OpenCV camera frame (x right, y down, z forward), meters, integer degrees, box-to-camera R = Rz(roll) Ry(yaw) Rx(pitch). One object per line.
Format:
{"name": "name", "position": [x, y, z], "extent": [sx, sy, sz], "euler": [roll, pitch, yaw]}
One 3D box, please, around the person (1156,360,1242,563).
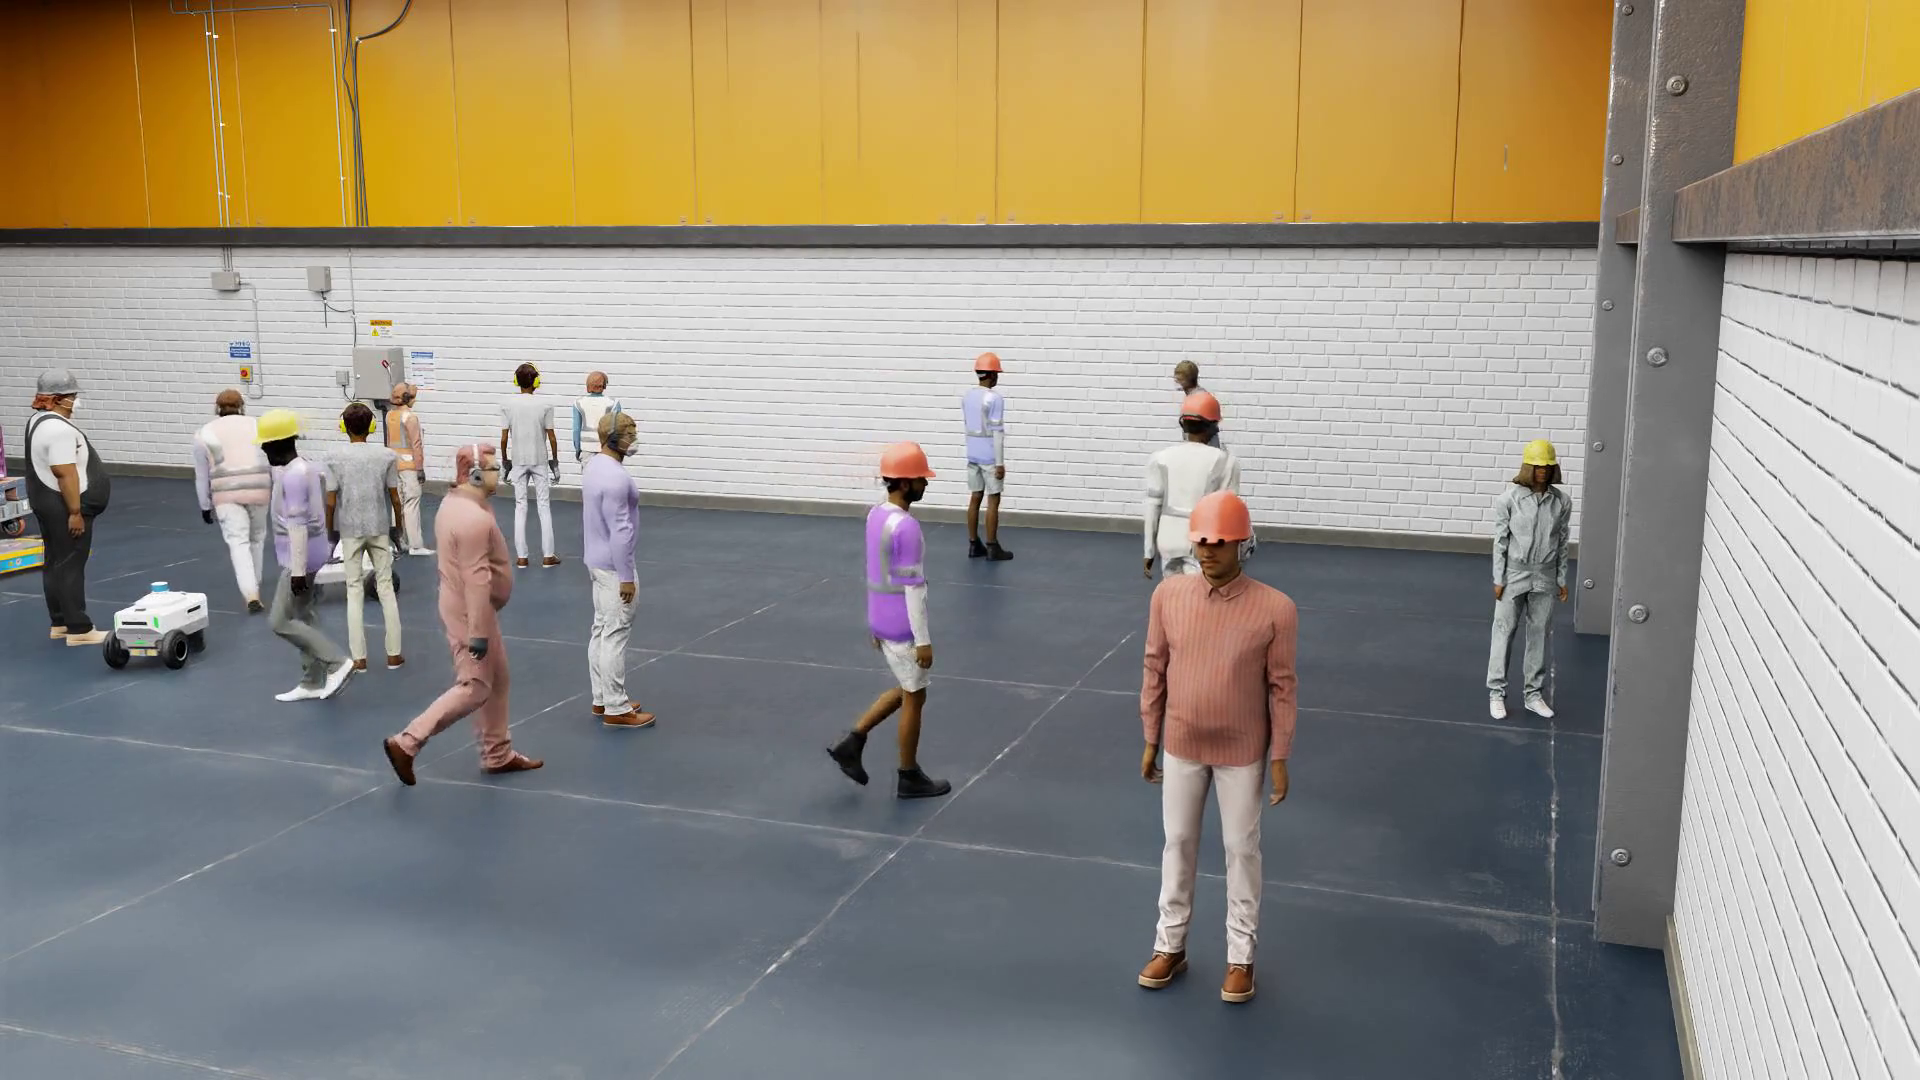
{"name": "person", "position": [2.147, -0.697, 15.158], "extent": [0.957, 1.883, 0.651], "euler": [1, 10, 6]}

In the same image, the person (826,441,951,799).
{"name": "person", "position": [-0.346, 0.438, 8.710], "extent": [0.544, 1.923, 0.548], "euler": [-3, 11, -17]}

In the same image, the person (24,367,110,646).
{"name": "person", "position": [-6.558, -0.257, 12.266], "extent": [0.536, 2.000, 0.682], "euler": [-9, 14, -42]}

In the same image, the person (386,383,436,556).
{"name": "person", "position": [-5.218, -0.664, 15.690], "extent": [0.514, 1.640, 0.310], "euler": [9, 13, 41]}

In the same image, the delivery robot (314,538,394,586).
{"name": "delivery robot", "position": [-5.076, 0.174, 13.756], "extent": [0.707, 0.478, 0.477], "euler": [-6, 12, -31]}

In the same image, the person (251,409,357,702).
{"name": "person", "position": [-4.190, 0.118, 10.528], "extent": [0.456, 1.904, 0.610], "euler": [-3, 11, -19]}

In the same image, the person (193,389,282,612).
{"name": "person", "position": [-5.775, -0.328, 13.422], "extent": [0.687, 1.783, 0.956], "euler": [-7, 12, -35]}

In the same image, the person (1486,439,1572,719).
{"name": "person", "position": [3.530, 0.244, 10.281], "extent": [0.483, 1.745, 0.302], "euler": [-1, 10, -4]}

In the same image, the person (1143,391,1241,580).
{"name": "person", "position": [1.455, 0.056, 10.657], "extent": [0.622, 2.004, 0.948], "euler": [5, 11, 28]}

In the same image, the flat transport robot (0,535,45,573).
{"name": "flat transport robot", "position": [-8.638, 0.176, 14.811], "extent": [0.652, 0.197, 1.431], "euler": [3, 11, 19]}

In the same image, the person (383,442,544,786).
{"name": "person", "position": [-2.705, 0.410, 8.984], "extent": [0.778, 1.880, 0.646], "euler": [-4, 11, -24]}

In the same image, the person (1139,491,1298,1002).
{"name": "person", "position": [0.988, 0.796, 6.460], "extent": [0.610, 1.996, 0.384], "euler": [5, 11, 25]}

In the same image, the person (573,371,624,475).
{"name": "person", "position": [-3.708, -0.912, 17.088], "extent": [0.520, 1.639, 0.312], "euler": [0, 10, 1]}

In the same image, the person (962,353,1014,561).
{"name": "person", "position": [0.253, -0.776, 15.507], "extent": [0.388, 1.932, 0.552], "euler": [-7, 12, -35]}

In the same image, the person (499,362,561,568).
{"name": "person", "position": [-3.903, -0.674, 15.102], "extent": [0.530, 1.869, 0.311], "euler": [-1, 10, -5]}

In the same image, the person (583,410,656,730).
{"name": "person", "position": [-2.101, 0.177, 10.113], "extent": [0.351, 1.936, 0.635], "euler": [-5, 11, -24]}

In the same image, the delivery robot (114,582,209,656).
{"name": "delivery robot", "position": [-5.613, 0.538, 11.707], "extent": [0.477, 0.478, 0.707], "euler": [1, 10, 4]}

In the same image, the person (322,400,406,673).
{"name": "person", "position": [-4.092, -0.022, 11.430], "extent": [0.534, 1.868, 0.310], "euler": [-5, 11, -26]}
